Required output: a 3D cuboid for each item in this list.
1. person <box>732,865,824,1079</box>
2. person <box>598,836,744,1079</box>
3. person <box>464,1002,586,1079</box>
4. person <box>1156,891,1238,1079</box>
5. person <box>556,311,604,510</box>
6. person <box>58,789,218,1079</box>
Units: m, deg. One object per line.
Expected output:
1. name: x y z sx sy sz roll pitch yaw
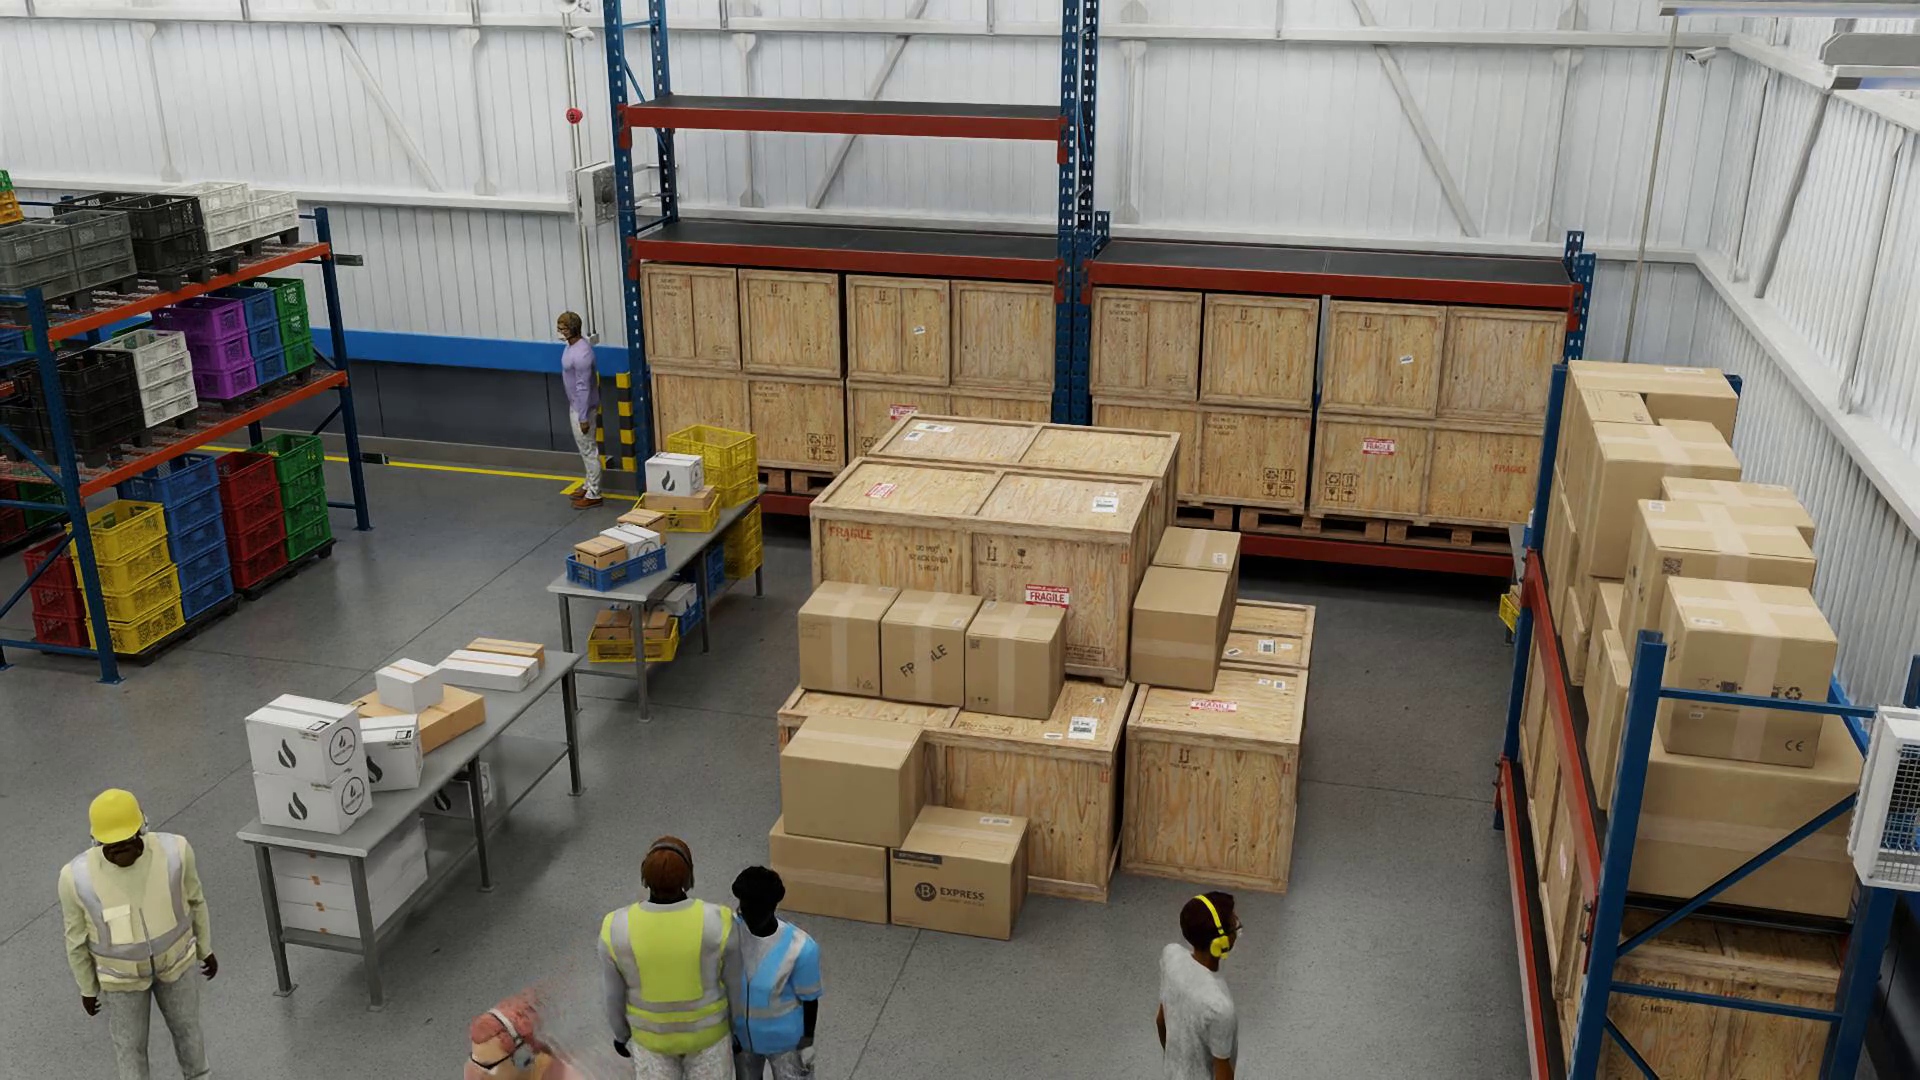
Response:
1. person: -0.855 2.173 7.343 0.532 1.693 0.319 8 22 20
2. person: -1.223 2.122 7.272 0.621 1.845 0.429 -1 21 -4
3. person: -1.540 2.501 6.223 0.665 1.879 0.484 11 23 26
4. person: 0.997 2.268 6.844 0.329 1.877 0.508 -10 23 -24
5. person: -3.641 -1.258 15.997 0.374 1.933 0.625 -7 22 -17
6. person: -3.763 1.963 7.698 0.603 1.830 0.404 -15 25 -33
